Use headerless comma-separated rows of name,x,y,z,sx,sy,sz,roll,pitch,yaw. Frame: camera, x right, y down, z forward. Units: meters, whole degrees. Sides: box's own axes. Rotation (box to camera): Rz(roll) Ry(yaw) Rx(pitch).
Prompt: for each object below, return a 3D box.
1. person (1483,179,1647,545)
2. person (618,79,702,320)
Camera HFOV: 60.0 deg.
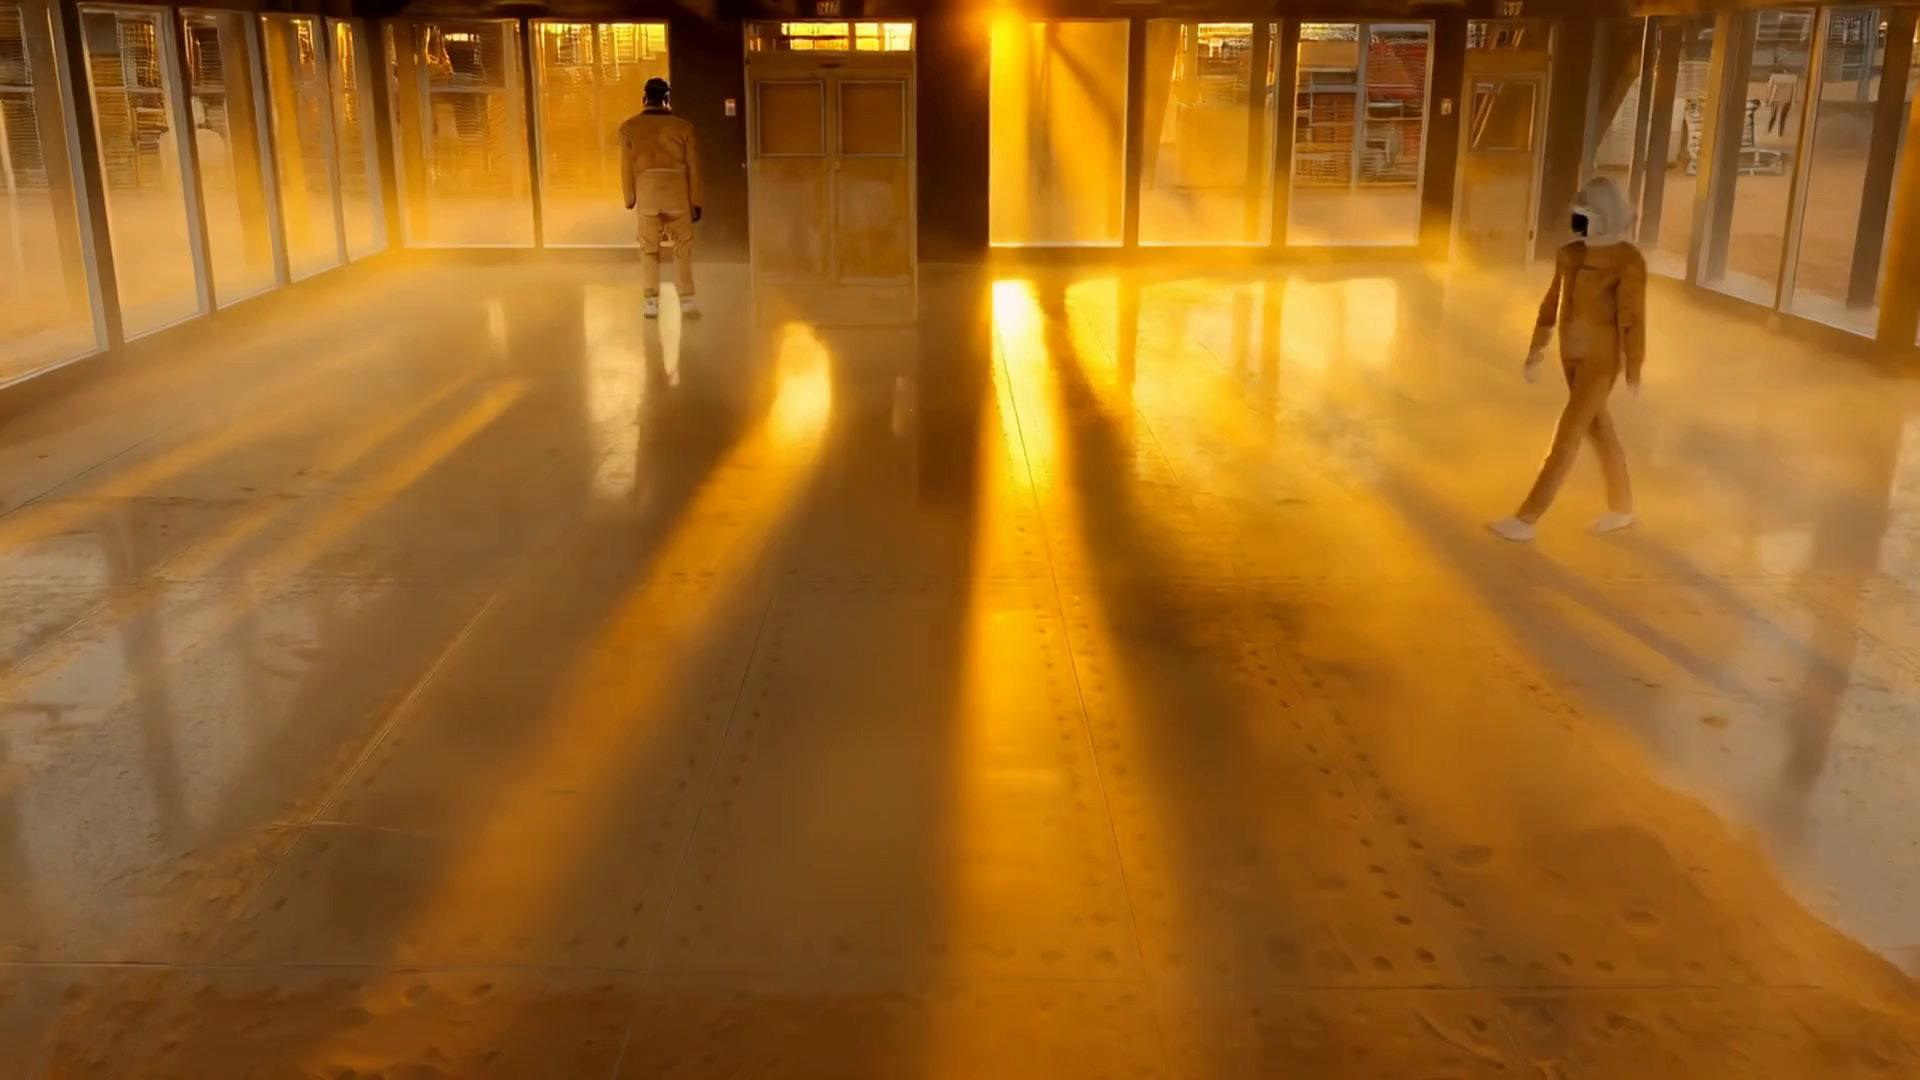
person,2.686,-0.765,7.258,0.868,1.579,0.518,-5,17,-17
person,-2.386,-2.726,13.386,0.641,1.904,0.406,0,16,0
